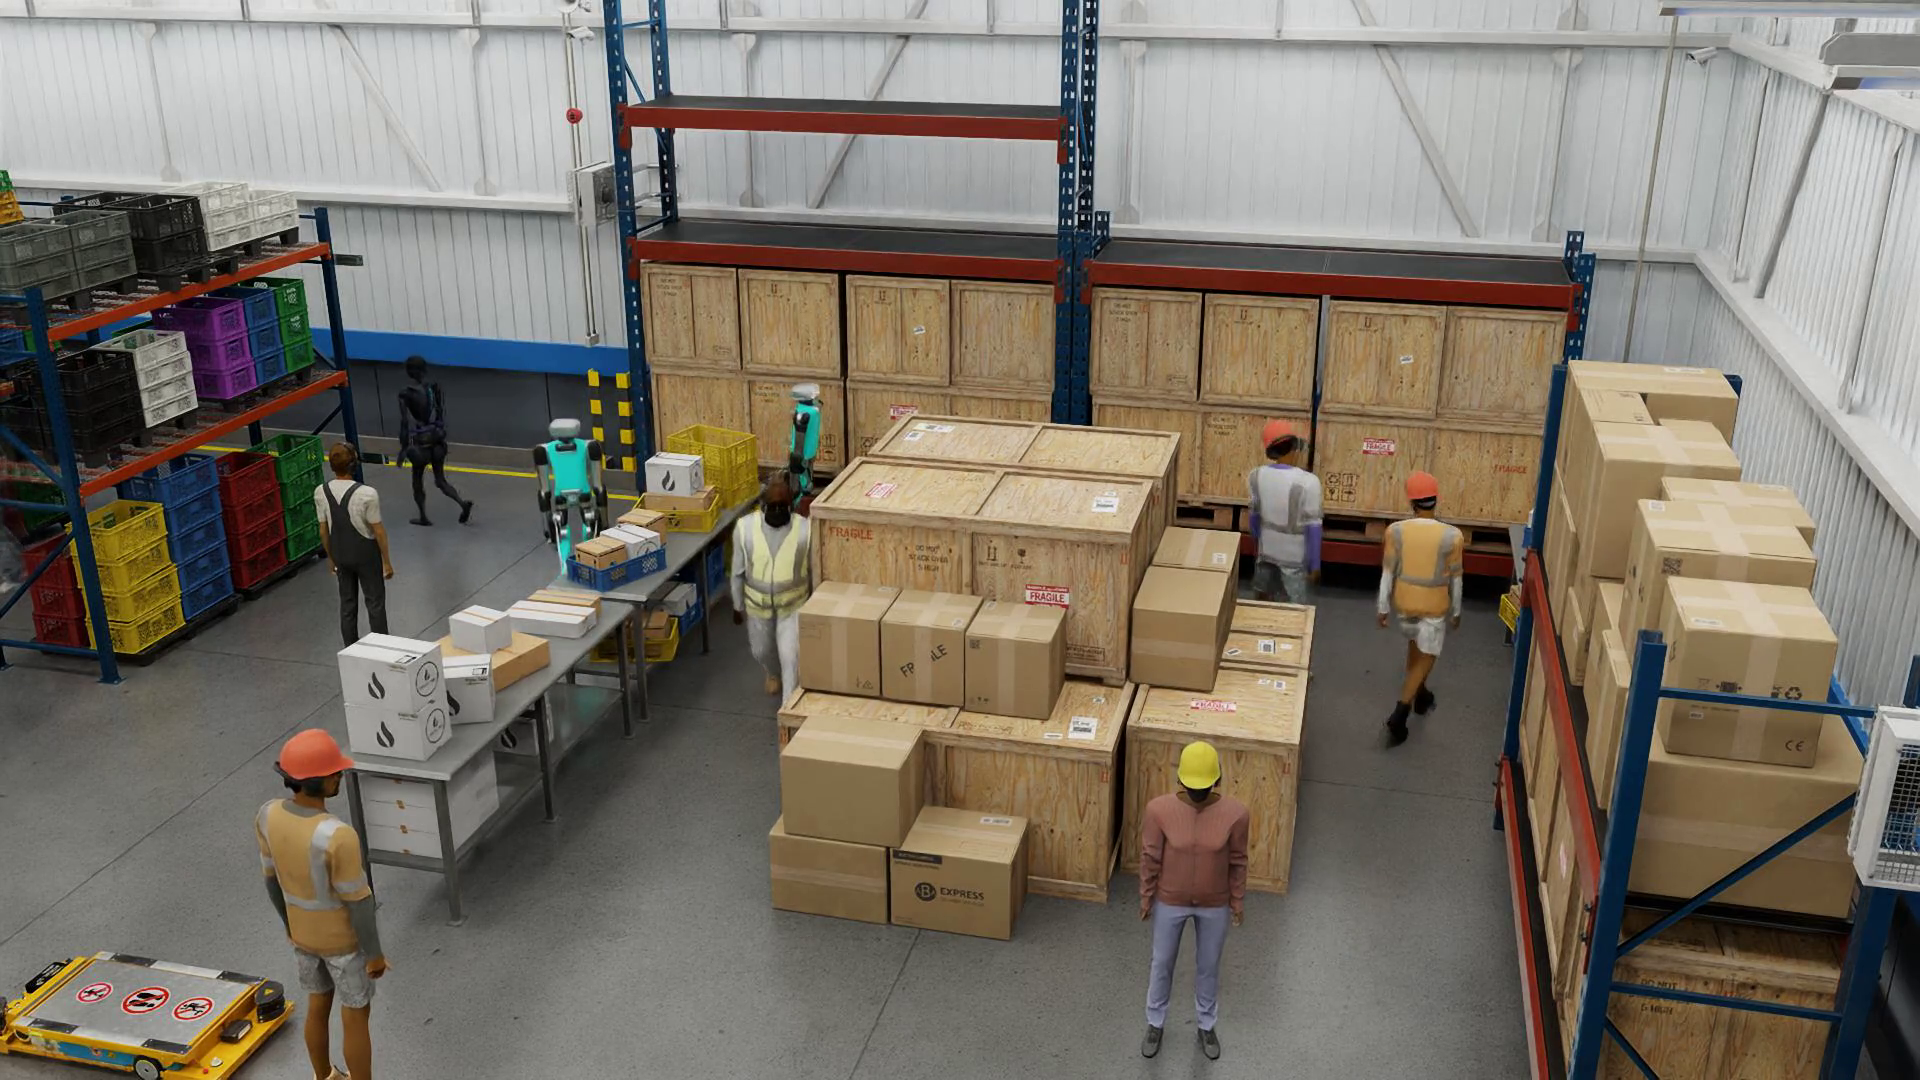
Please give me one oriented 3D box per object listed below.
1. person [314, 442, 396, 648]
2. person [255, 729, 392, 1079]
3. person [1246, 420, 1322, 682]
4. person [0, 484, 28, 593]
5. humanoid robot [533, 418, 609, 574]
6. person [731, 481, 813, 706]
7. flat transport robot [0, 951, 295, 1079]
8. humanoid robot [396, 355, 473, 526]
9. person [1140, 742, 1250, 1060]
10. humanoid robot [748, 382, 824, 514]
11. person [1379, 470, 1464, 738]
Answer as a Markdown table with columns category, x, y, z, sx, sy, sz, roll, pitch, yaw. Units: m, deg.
| category | x | y | z | sx | sy | sz | roll | pitch | yaw |
| --- | --- | --- | --- | --- | --- | --- | --- | --- | --- |
| person | -4.498 | 0.152 | 12.441 | 0.507 | 1.846 | 0.346 | 3 | 21 | 7 |
| person | -2.940 | 1.819 | 7.807 | 0.615 | 2.040 | 0.369 | 11 | 24 | 27 |
| person | 2.365 | 0.111 | 12.352 | 0.399 | 1.994 | 0.722 | -17 | 27 | -37 |
| person | -8.226 | -0.356 | 13.962 | 0.427 | 1.701 | 0.547 | -10 | 23 | -25 |
| humanoid robot | -3.022 | 0.028 | 13.002 | 0.554 | 1.833 | 0.901 | -3 | 21 | -8 |
| person | -1.286 | 0.422 | 11.777 | 0.629 | 1.814 | 0.781 | 1 | 21 | 3 |
| flat transport robot | -4.270 | 2.464 | 8.601 | 1.431 | 0.231 | 0.659 | 5 | 22 | 13 |
| humanoid robot | -4.928 | -0.902 | 15.461 | 0.623 | 1.640 | 0.591 | 9 | 23 | 23 |
| person | 1.154 | 1.794 | 8.254 | 0.532 | 1.767 | 0.322 | 1 | 21 | 3 |
| humanoid robot | -1.651 | -0.515 | 14.365 | 0.987 | 1.757 | 0.544 | 4 | 21 | 10 |
| person | 3.205 | 0.443 | 11.620 | 0.558 | 1.888 | 0.884 | 13 | 25 | 31 |
